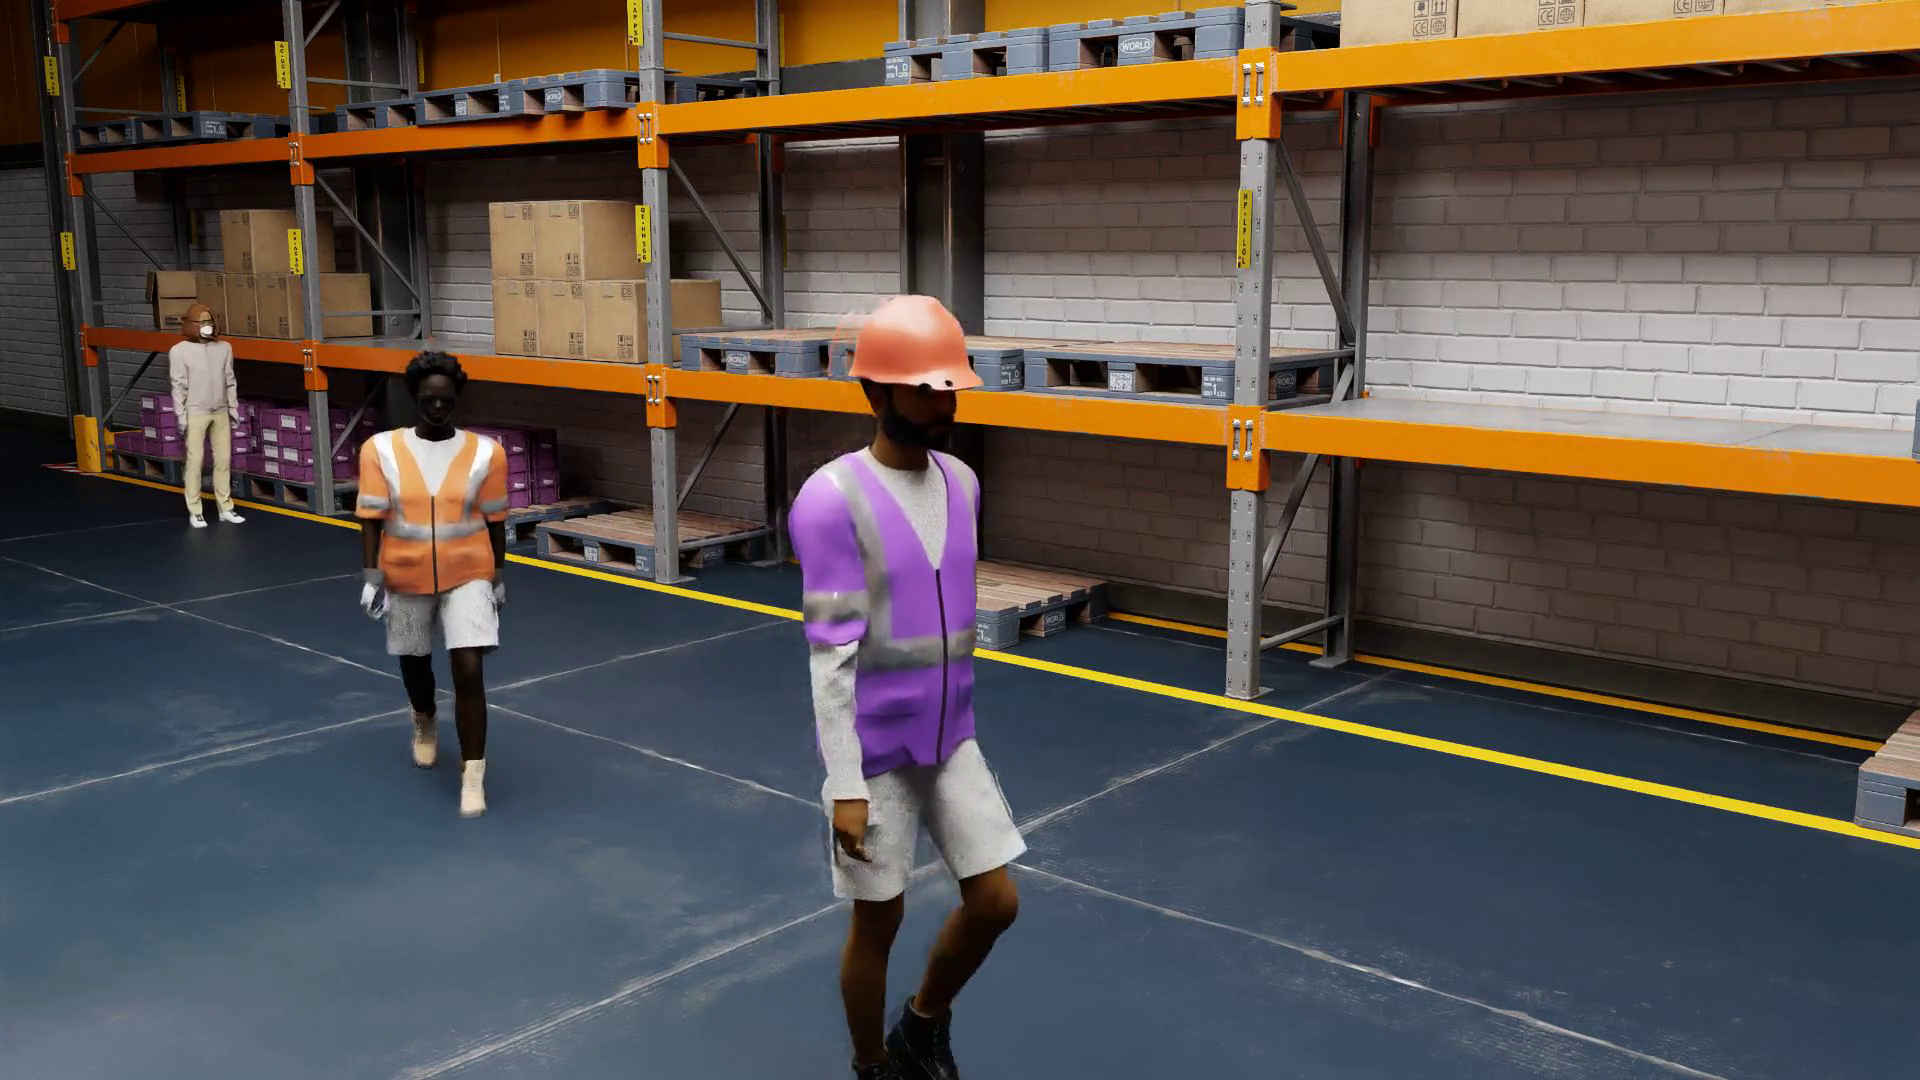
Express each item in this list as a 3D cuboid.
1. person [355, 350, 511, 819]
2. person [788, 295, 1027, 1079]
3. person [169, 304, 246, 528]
[{"bbox_3d":[-1.928,0.122,6.145,0.534,1.668,0.808,-3,10,-14],"label":"person"},{"bbox_3d":[-0.109,0.439,3.613,0.553,1.922,0.415,-9,13,-42],"label":"person"},{"bbox_3d":[-5.486,-0.902,12.110,0.284,1.625,0.505,6,12,31],"label":"person"}]
